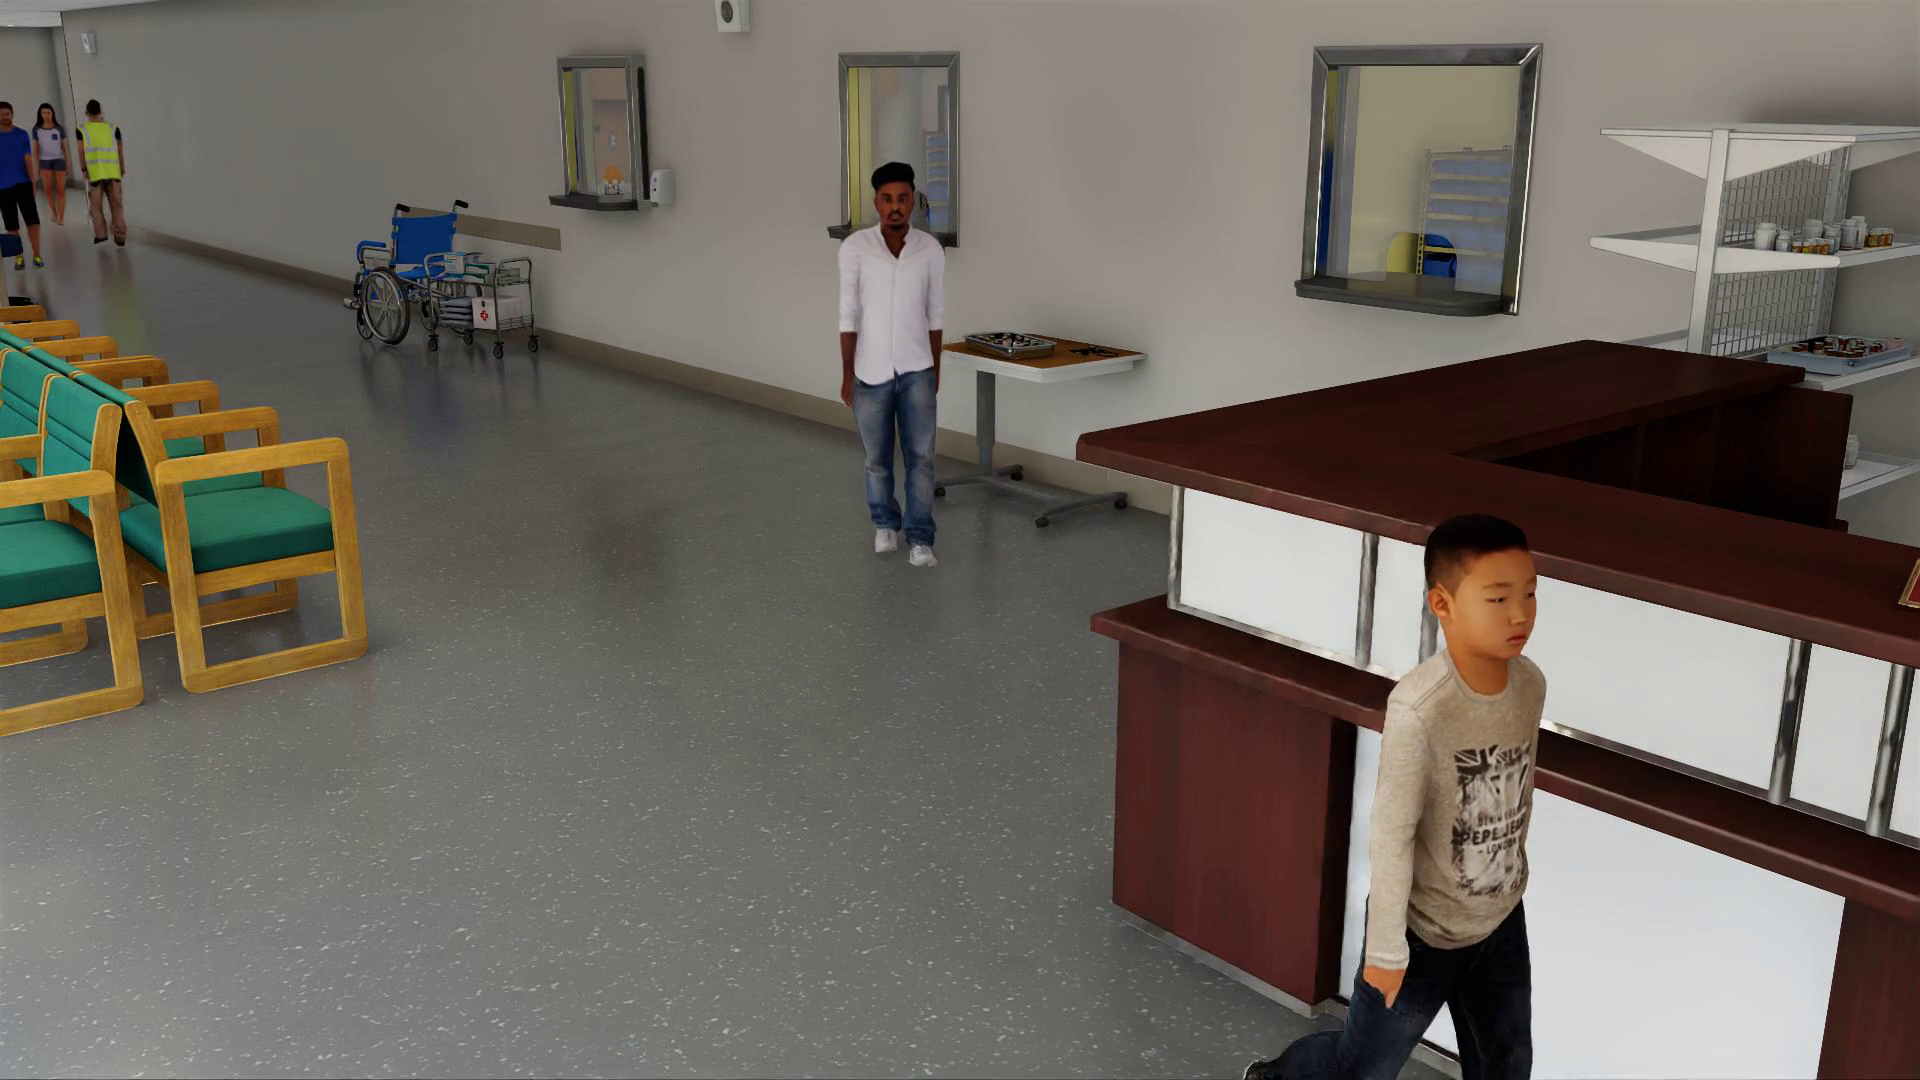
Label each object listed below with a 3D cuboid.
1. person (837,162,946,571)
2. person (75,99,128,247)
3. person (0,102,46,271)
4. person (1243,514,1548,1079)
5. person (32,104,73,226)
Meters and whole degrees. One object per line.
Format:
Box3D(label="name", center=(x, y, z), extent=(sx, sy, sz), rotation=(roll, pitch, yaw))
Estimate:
Box3D(label="person", center=(-0.307, -0.794, 7.555), extent=(1.027, 1.783, 1.029), rotation=(-1, 16, -2))
Box3D(label="person", center=(-10.884, -4.654, 21.164), extent=(0.668, 1.828, 0.775), rotation=(-11, 19, -33))
Box3D(label="person", center=(-10.585, -3.932, 18.584), extent=(0.931, 1.839, 0.818), rotation=(-7, 17, -25))
Box3D(label="person", center=(0.825, 0.661, 3.027), extent=(0.940, 1.440, 0.700), rotation=(-10, 18, -31))
Box3D(label="person", center=(-13.185, -5.448, 24.170), extent=(0.568, 1.724, 0.715), rotation=(-8, 18, -27))
